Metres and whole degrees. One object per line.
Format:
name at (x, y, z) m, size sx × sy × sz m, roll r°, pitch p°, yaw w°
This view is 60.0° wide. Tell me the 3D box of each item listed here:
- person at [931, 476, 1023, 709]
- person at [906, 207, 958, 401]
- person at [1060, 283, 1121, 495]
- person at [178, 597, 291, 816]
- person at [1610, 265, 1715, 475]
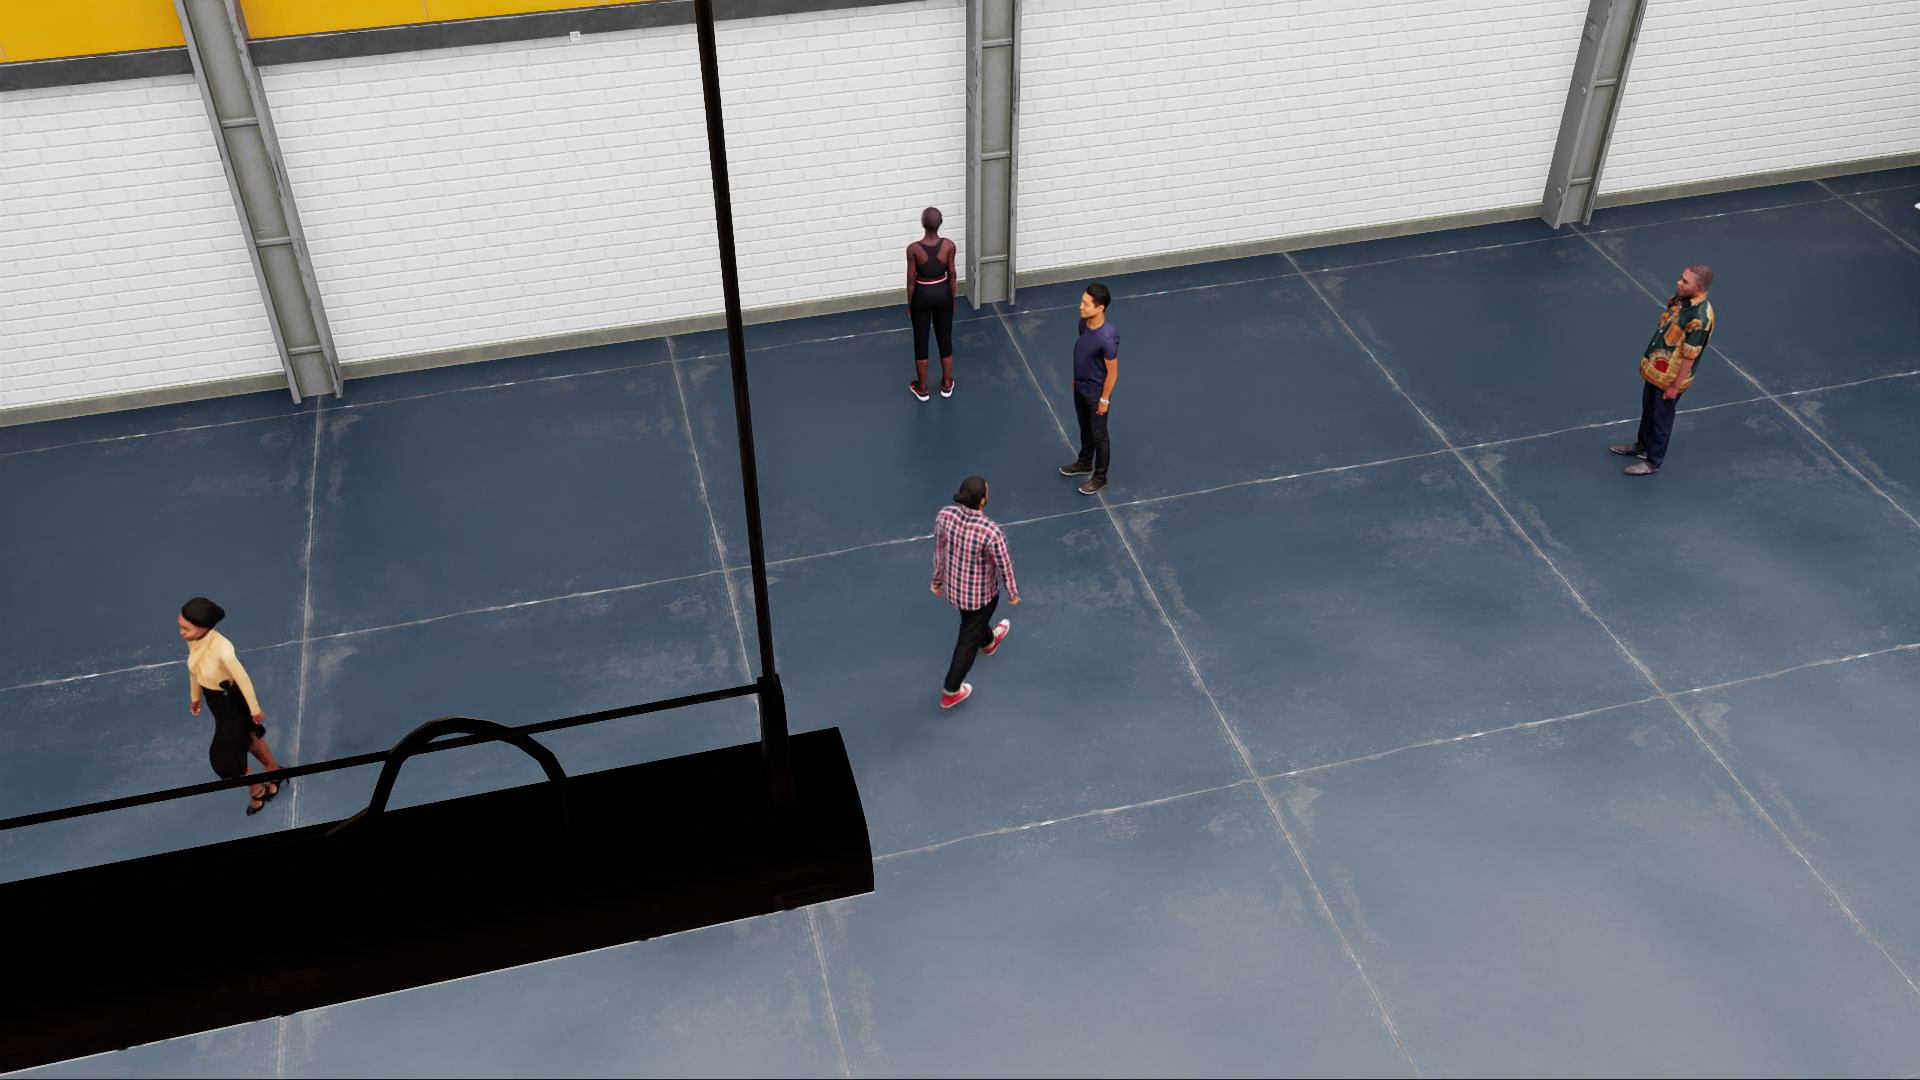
person at (0.034, 0.358, 10.858) m, size 1.136 × 1.724 × 1.251 m, roll 25°, pitch 45°, yaw 28°
person at (-0.233, -1.952, 13.728) m, size 0.467 × 1.754 × 0.637 m, roll -8°, pitch 39°, yaw -10°
person at (1.029, -1.176, 12.725) m, size 0.598 × 1.793 × 0.687 m, roll -18°, pitch 42°, yaw -21°
person at (-4.384, 0.975, 10.152) m, size 0.735 × 1.642 × 0.793 m, roll 29°, pitch 47°, yaw 31°
person at (5.514, -1.328, 12.904) m, size 0.740 × 1.808 × 0.762 m, roll -1°, pitch 39°, yaw -1°
